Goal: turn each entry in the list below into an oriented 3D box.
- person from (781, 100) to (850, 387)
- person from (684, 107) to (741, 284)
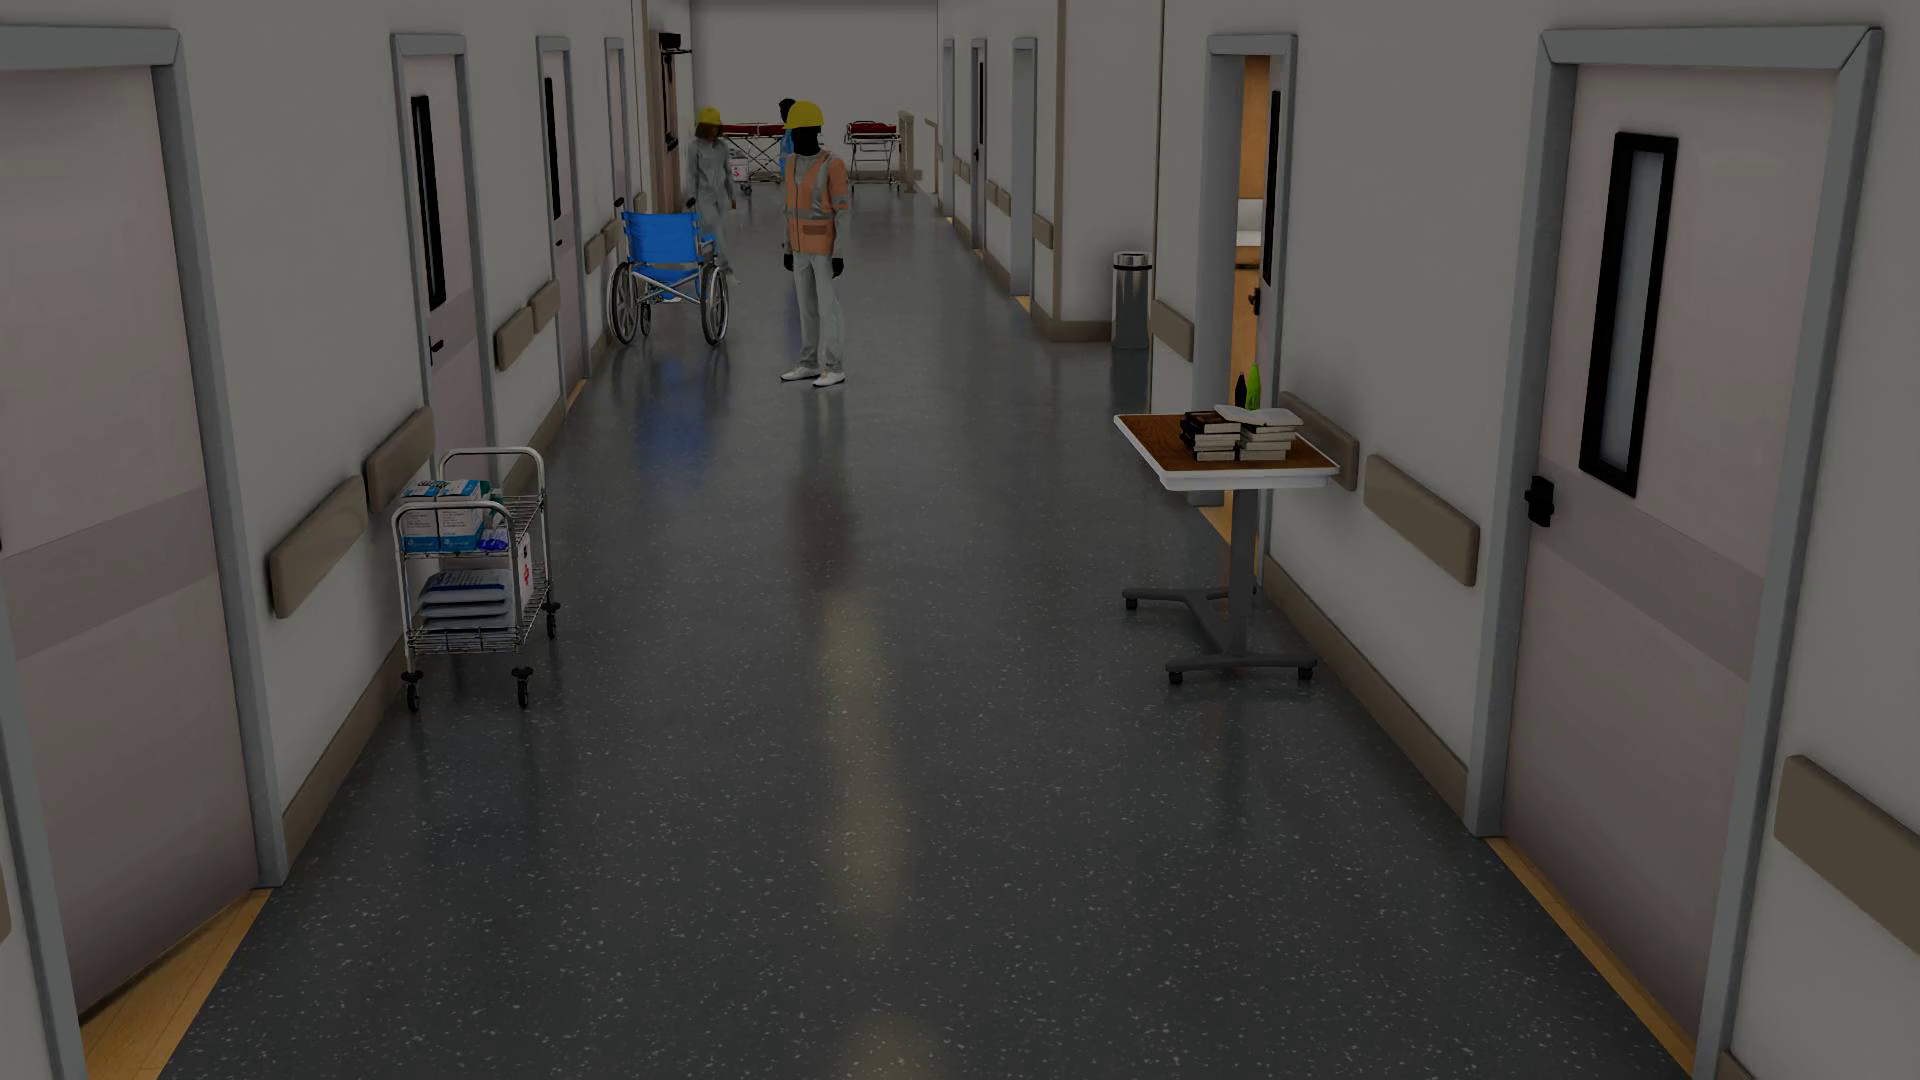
[{"bbox_3d":[-1.012,-2.013,11.372,0.592,1.925,0.385,16,23,42],"label":"person"},{"bbox_3d":[-2.503,-3.411,16.430,0.869,1.705,0.500,13,21,37],"label":"person"}]
